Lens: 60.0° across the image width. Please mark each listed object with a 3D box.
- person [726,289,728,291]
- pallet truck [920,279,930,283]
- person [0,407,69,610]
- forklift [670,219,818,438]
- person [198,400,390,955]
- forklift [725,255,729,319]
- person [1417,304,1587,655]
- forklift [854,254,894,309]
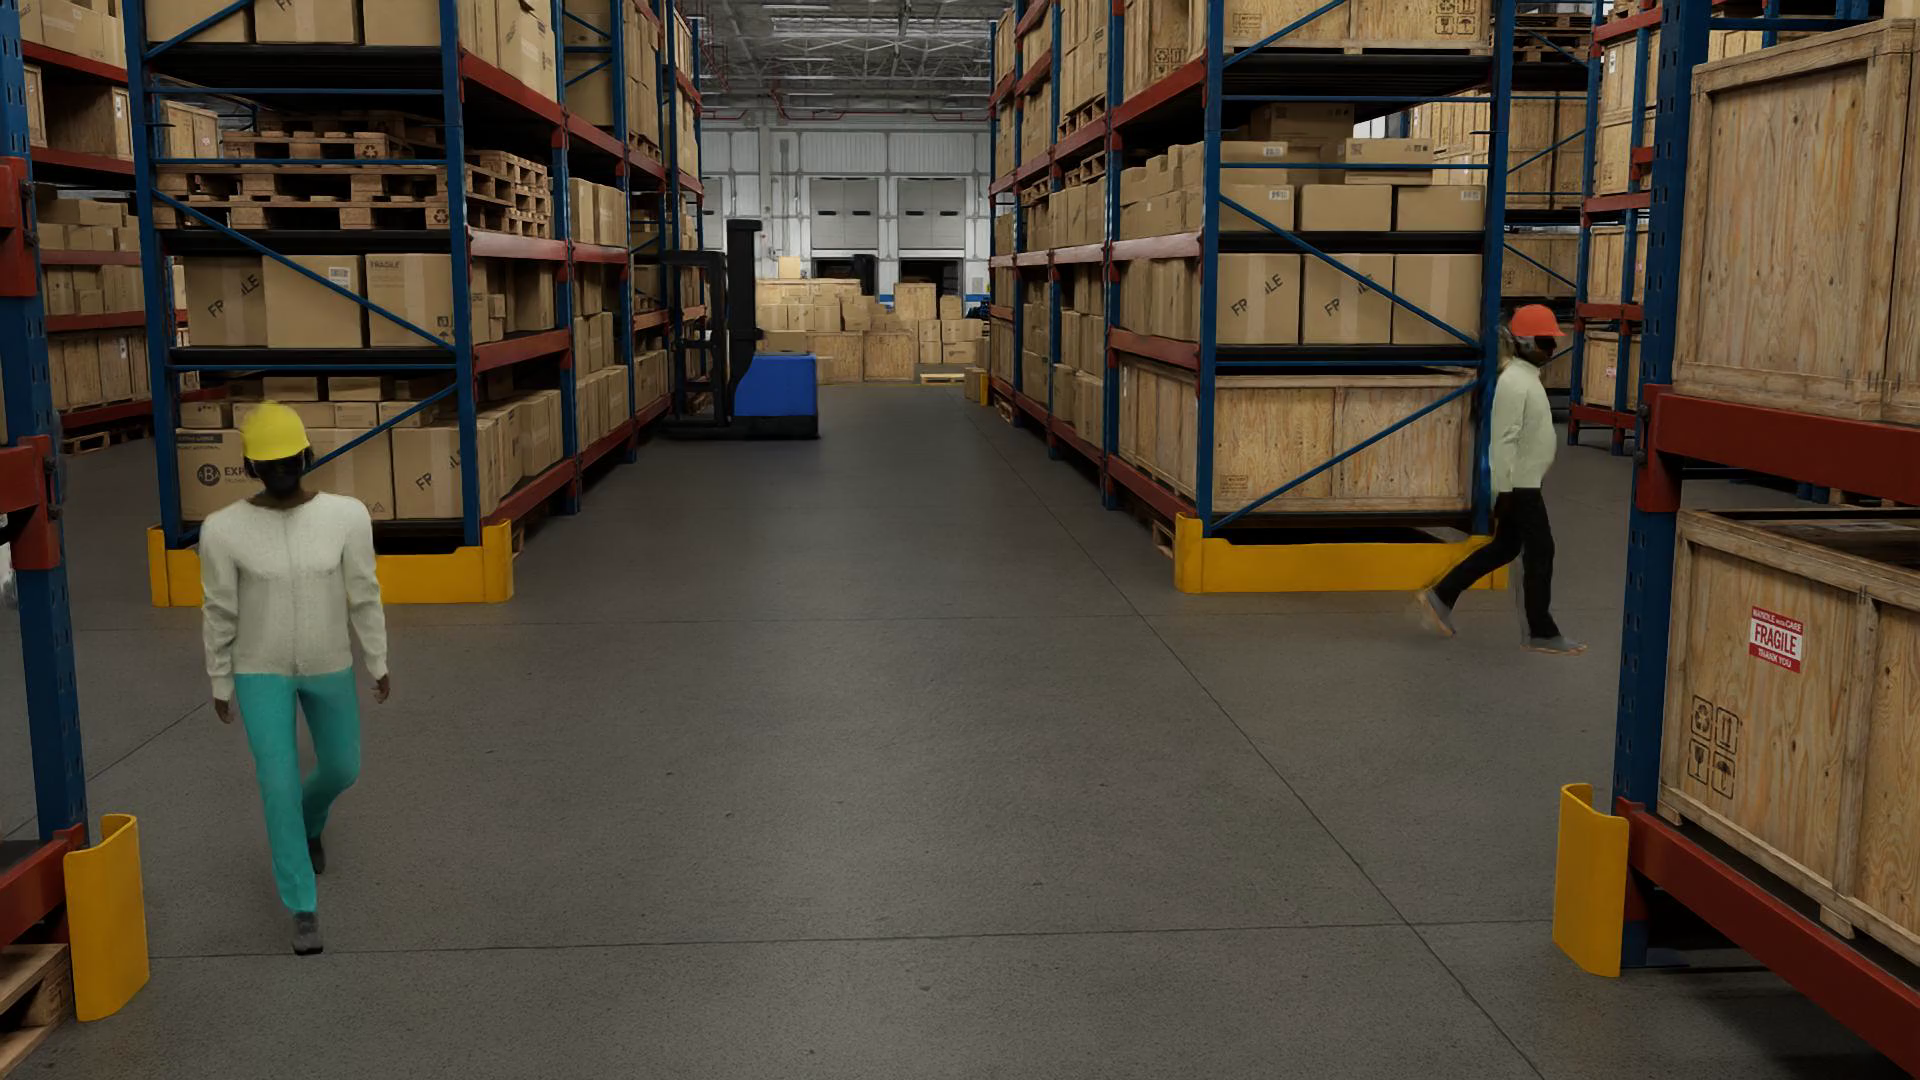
[{"bbox_3d":[-8.612,-8.553,61.965,0.360,1.629,0.520,3,9,17],"label":"person"},{"bbox_3d":[-0.932,-8.922,63.114,1.885,1.965,0.823,2,9,13],"label":"pallet truck"},{"bbox_3d":[-5.854,-0.329,10.380,0.529,1.605,0.544,-3,9,-16],"label":"person"},{"bbox_3d":[-2.810,-2.761,21.665,1.873,2.768,1.129,-1,9,-4],"label":"forklift"},{"bbox_3d":[-2.165,0.399,5.398,0.541,1.737,0.723,-6,11,-32],"label":"person"},{"bbox_3d":[-8.368,-8.713,59.038,1.129,2.768,1.873,-1,9,-4],"label":"forklift"},{"bbox_3d":[3.078,-0.350,9.397,0.902,1.969,0.617,4,10,25],"label":"person"},{"bbox_3d":[-3.206,-8.270,56.257,1.873,2.768,1.129,5,10,27],"label":"forklift"}]
